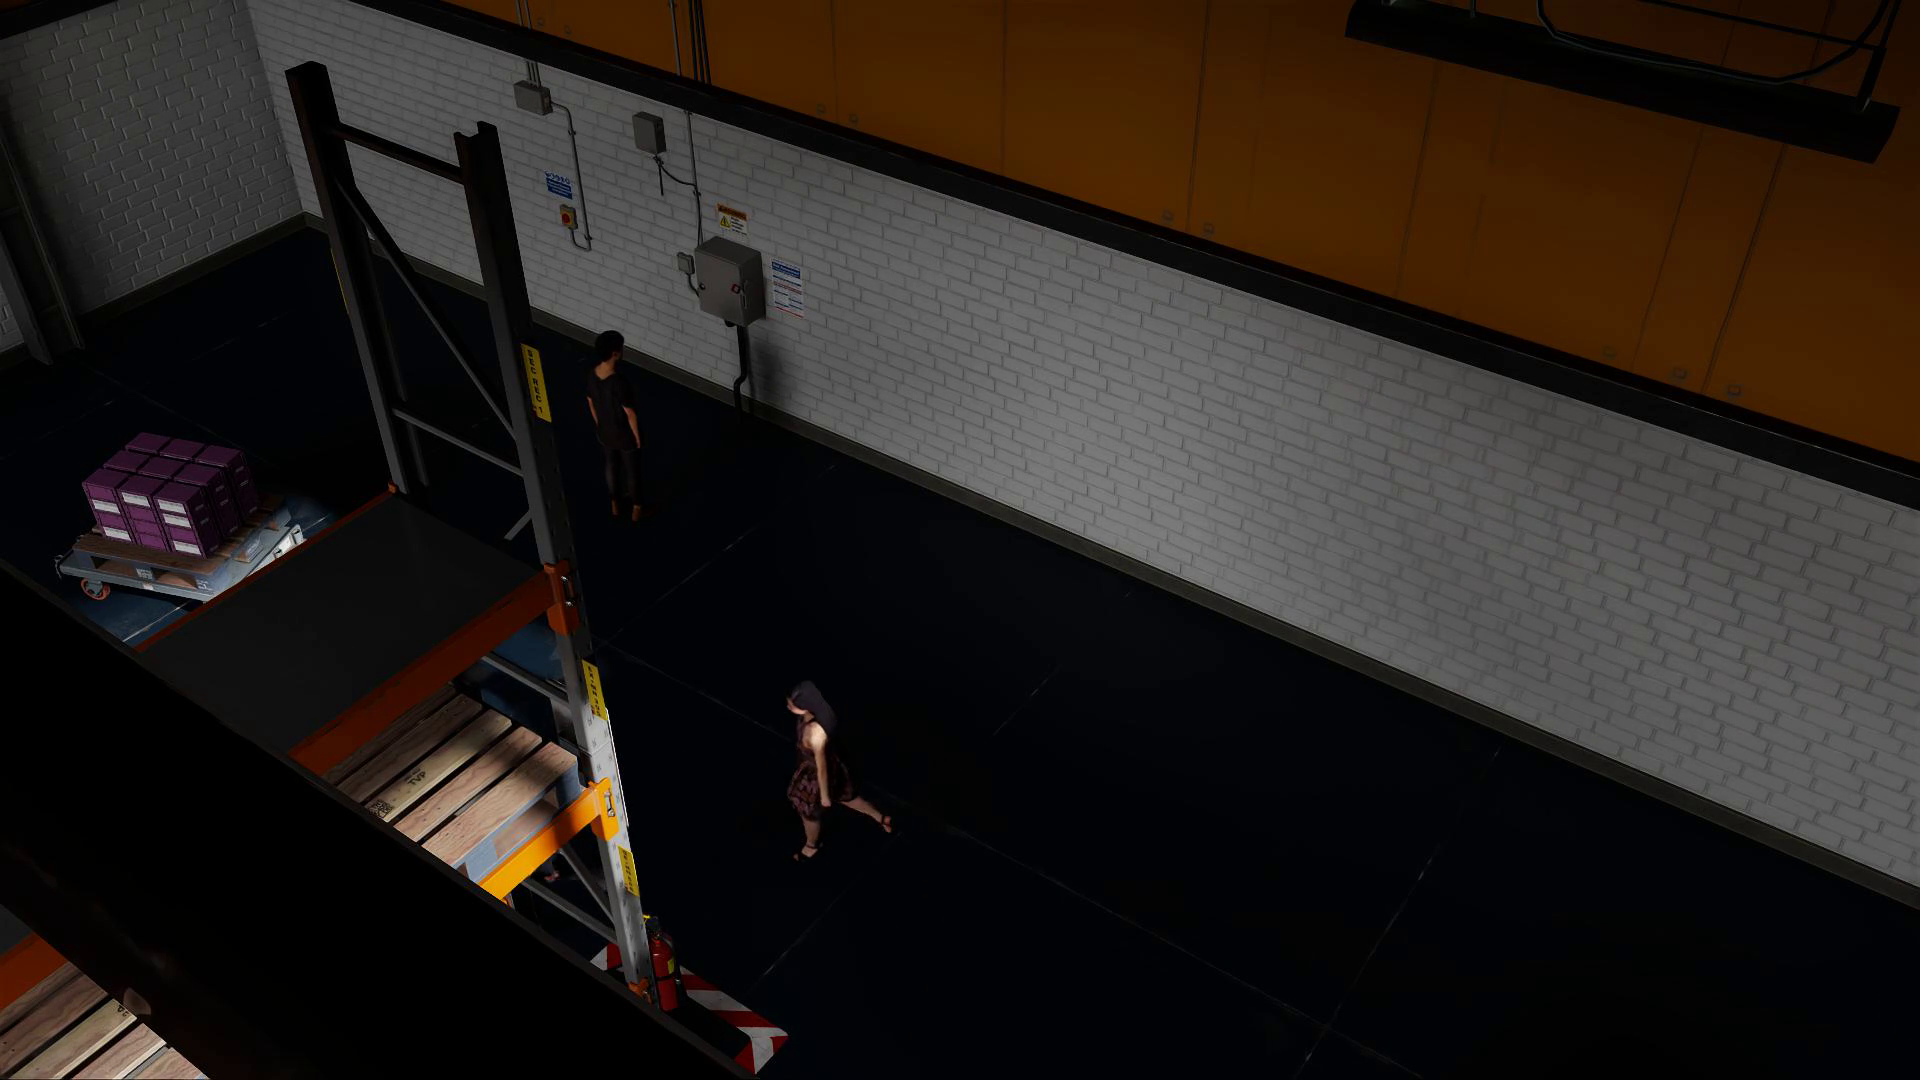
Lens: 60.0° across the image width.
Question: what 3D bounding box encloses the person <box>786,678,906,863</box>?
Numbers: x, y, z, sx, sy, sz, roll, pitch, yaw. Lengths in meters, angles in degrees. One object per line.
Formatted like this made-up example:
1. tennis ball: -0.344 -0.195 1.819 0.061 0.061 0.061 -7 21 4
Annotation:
1. person: -0.781 1.459 10.332 1.057 1.739 1.026 0 39 0

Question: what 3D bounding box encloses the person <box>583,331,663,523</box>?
1. person: -2.739 -0.901 13.310 0.631 1.710 0.562 20 43 23
